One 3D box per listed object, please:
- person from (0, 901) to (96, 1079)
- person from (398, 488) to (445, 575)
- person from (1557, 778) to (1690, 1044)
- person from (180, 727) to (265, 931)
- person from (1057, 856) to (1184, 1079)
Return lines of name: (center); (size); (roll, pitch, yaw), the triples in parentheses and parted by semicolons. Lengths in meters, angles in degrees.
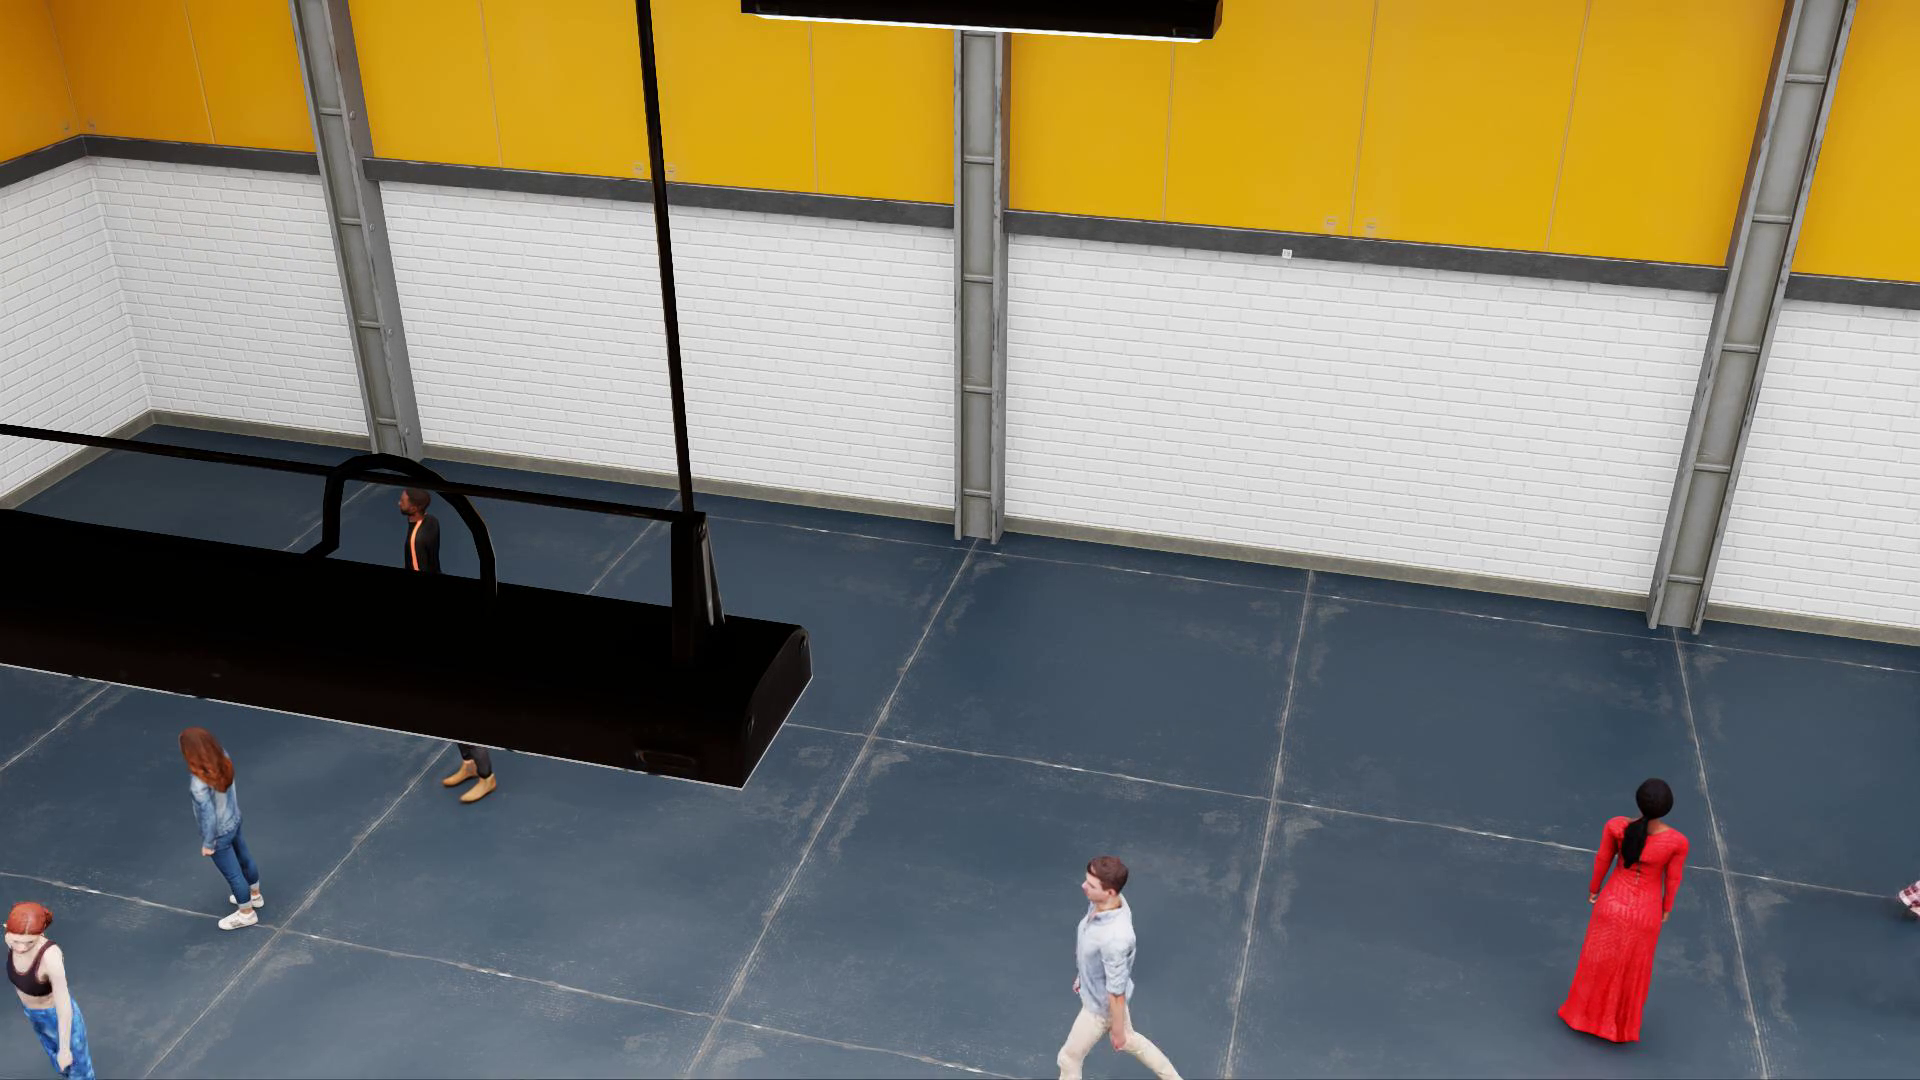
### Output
person: (-4.763, 2.528, 8.744); (0.856, 1.763, 0.607); (-22, 35, -34)
person: (-4.003, 0.406, 12.577); (0.628, 1.808, 0.675); (-1, 29, -2)
person: (3.799, 2.118, 9.471); (0.596, 1.786, 0.729); (13, 31, 22)
person: (-4.611, 1.778, 10.407); (0.587, 1.477, 0.618); (0, 29, -1)
person: (0.868, 2.434, 8.850); (1.286, 1.816, 0.891); (0, 29, -1)
